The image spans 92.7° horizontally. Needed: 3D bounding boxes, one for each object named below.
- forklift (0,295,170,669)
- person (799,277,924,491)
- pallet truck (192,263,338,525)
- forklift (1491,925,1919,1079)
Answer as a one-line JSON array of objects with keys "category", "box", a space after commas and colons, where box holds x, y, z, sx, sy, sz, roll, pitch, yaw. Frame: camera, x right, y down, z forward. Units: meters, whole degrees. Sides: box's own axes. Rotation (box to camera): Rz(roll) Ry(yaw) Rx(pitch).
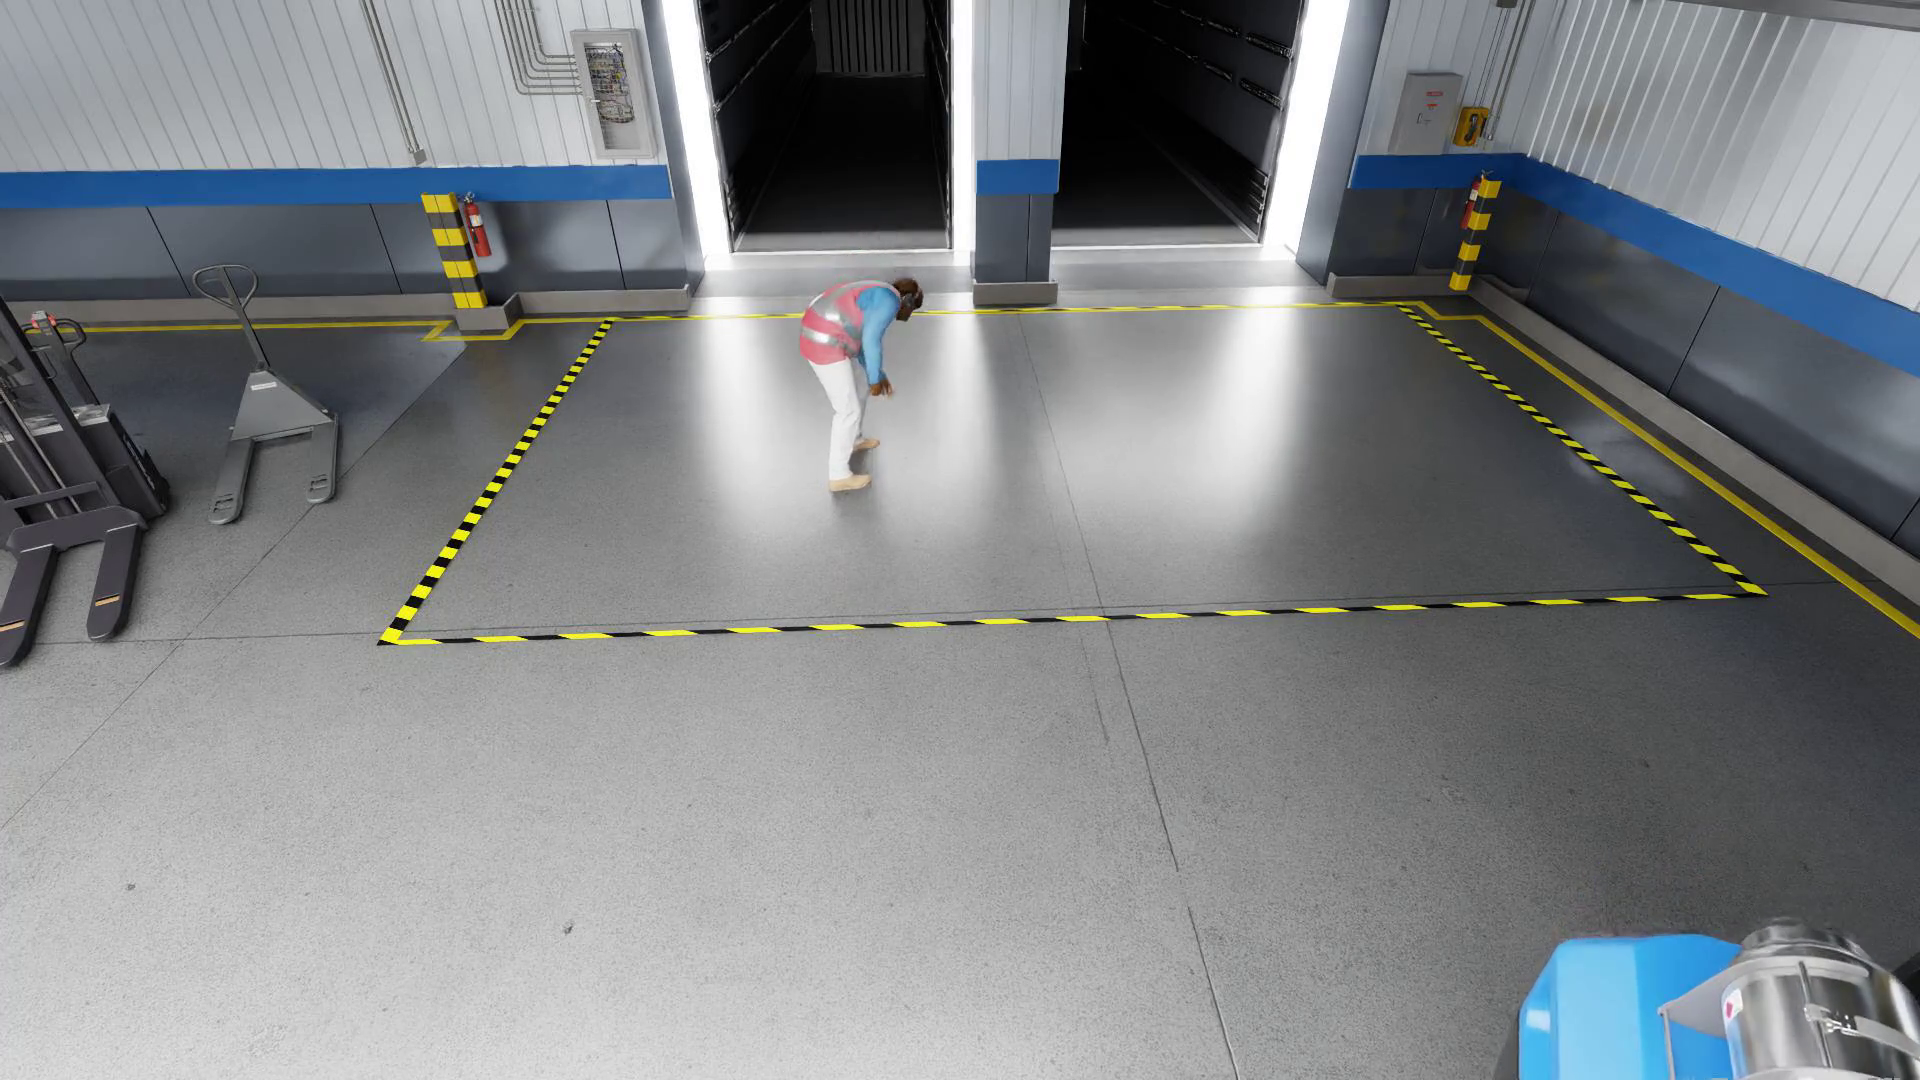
[{"category": "forklift", "box": [-5.212, -0.618, 4.878, 0.823, 1.965, 1.885, -20, 39, -26]}, {"category": "person", "box": [-0.634, -1.124, 6.249, 0.855, 1.302, 0.962, -5, 35, -7]}, {"category": "pallet truck", "box": [-4.778, -1.027, 6.128, 0.680, 1.201, 1.601, -17, 38, -23]}, {"category": "forklift", "box": [2.648, 1.455, 1.588, 2.680, 2.036, 1.157, 16, 38, 22]}]
